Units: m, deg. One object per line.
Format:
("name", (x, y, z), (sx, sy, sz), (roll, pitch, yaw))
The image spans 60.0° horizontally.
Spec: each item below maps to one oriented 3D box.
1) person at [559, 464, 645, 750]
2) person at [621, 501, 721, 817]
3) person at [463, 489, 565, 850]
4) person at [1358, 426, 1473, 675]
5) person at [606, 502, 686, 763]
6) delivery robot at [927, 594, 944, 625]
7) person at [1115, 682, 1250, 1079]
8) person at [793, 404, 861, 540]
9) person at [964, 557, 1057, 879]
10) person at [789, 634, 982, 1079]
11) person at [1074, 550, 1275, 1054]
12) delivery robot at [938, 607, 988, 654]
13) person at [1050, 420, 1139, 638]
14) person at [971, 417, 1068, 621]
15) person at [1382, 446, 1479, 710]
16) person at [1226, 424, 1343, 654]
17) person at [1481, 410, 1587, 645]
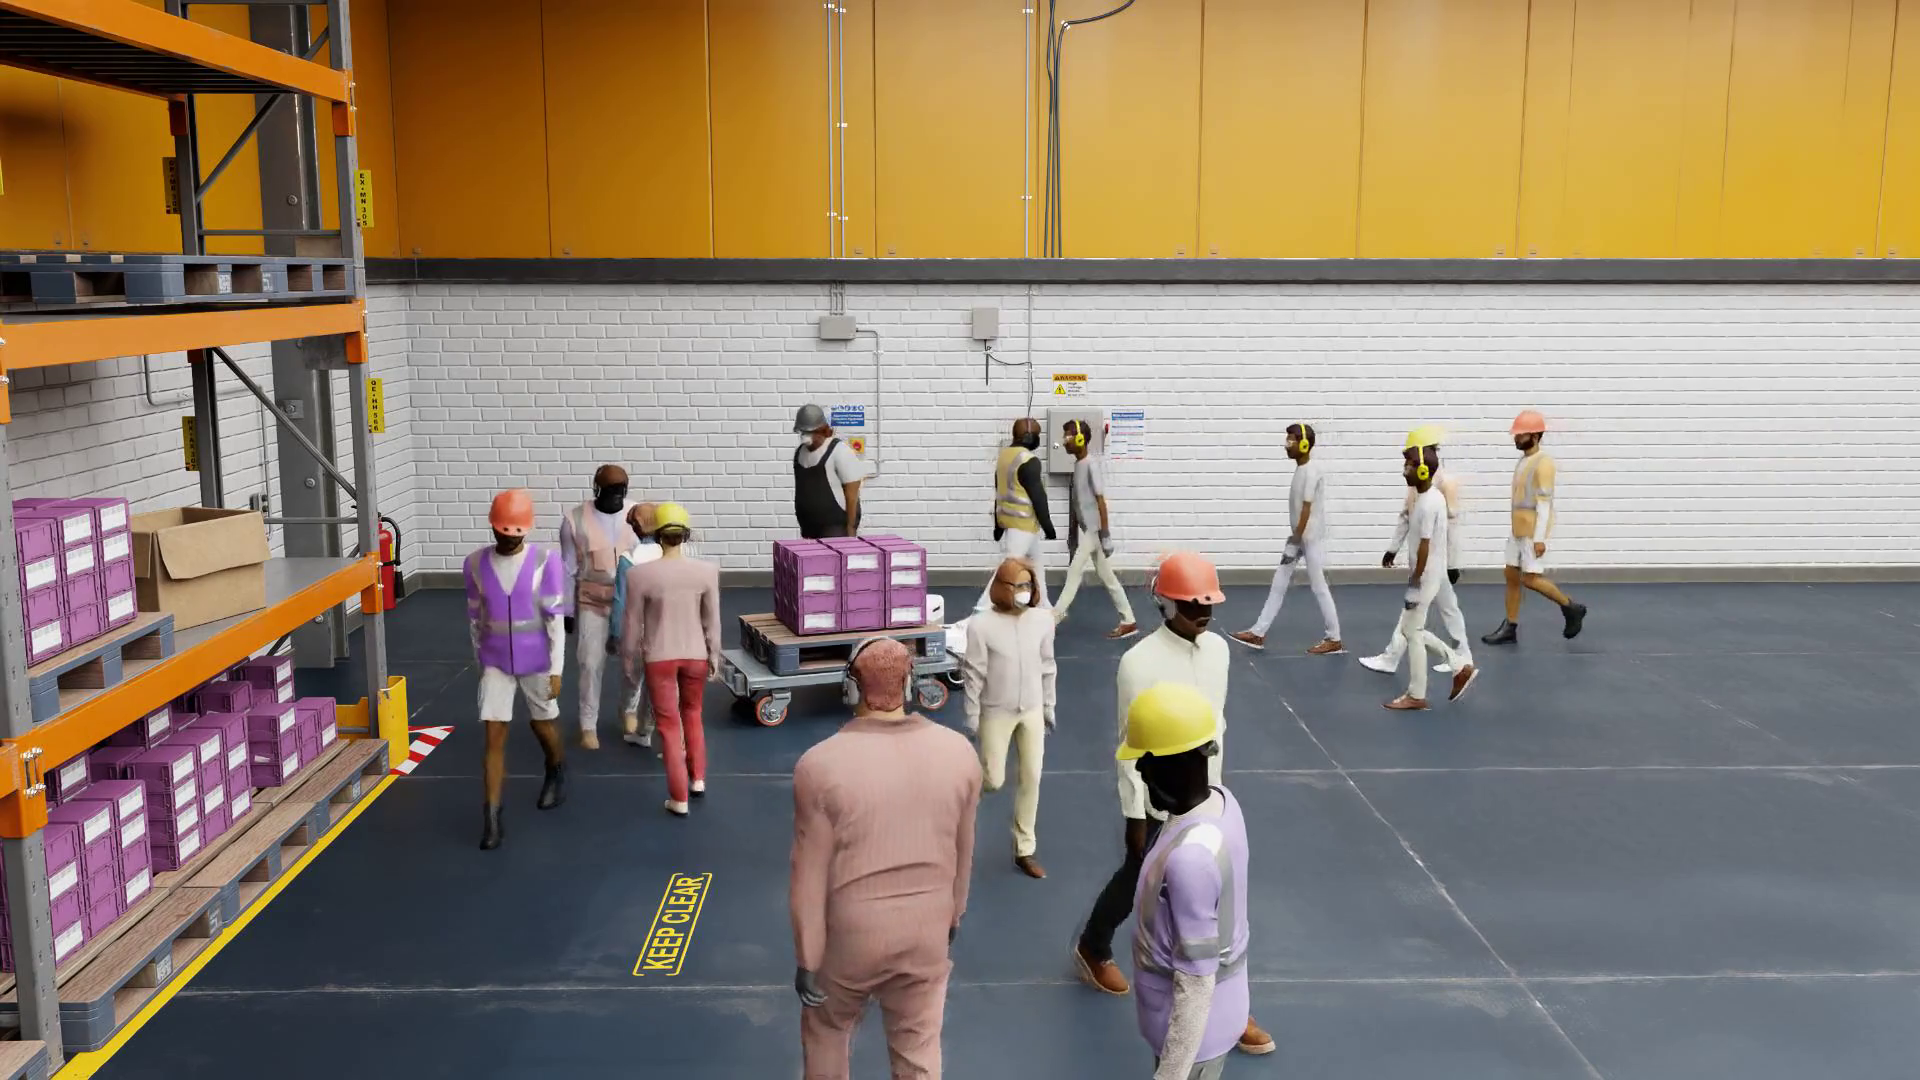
("person", (-2.206, 0.419, 10.533), (0.641, 1.821, 0.443), (-3, 10, -19))
("person", (-1.623, 0.655, 9.325), (0.532, 1.748, 0.582), (-5, 10, -27))
("person", (-2.385, 0.637, 9.010), (0.540, 1.896, 0.857), (-1, 9, -5))
("person", (3.427, 0.088, 12.409), (1.012, 1.861, 0.598), (-1, 9, -7))
("person", (-1.931, 0.564, 10.281), (0.746, 1.600, 0.541), (6, 11, 31))
("delivery robot", (-0.381, 0.586, 13.088), (0.477, 0.478, 0.707), (3, 10, 19))
("person", (0.609, 1.334, 4.625), (0.379, 1.918, 0.585), (2, 9, 12))
("person", (-1.143, -0.240, 13.897), (1.170, 2.000, 0.695), (-9, 13, -44))
("person", (0.228, 0.865, 8.429), (0.506, 1.614, 0.606), (-5, 10, -26))
("person", (-0.276, 1.229, 5.371), (0.658, 1.880, 0.750), (-4, 10, -22))
("person", (0.820, 0.987, 6.664), (0.636, 1.951, 1.015), (-7, 12, -37))
("delivery robot", (0.154, 0.732, 12.193), (0.707, 0.478, 0.477), (-2, 9, -14))
("person", (1.023, -0.069, 13.552), (0.991, 1.809, 0.532), (-1, 9, -6))
("person", (0.479, -0.143, 14.053), (0.922, 1.796, 0.611), (-2, 10, -15))
("person", (3.228, 0.276, 11.349), (0.540, 1.848, 0.515), (2, 10, 15))
("person", (2.596, 0.012, 13.036), (0.957, 1.822, 0.516), (-1, 9, -6))
("person", (4.638, -0.090, 13.364), (0.747, 1.921, 0.554), (-1, 9, -6))
